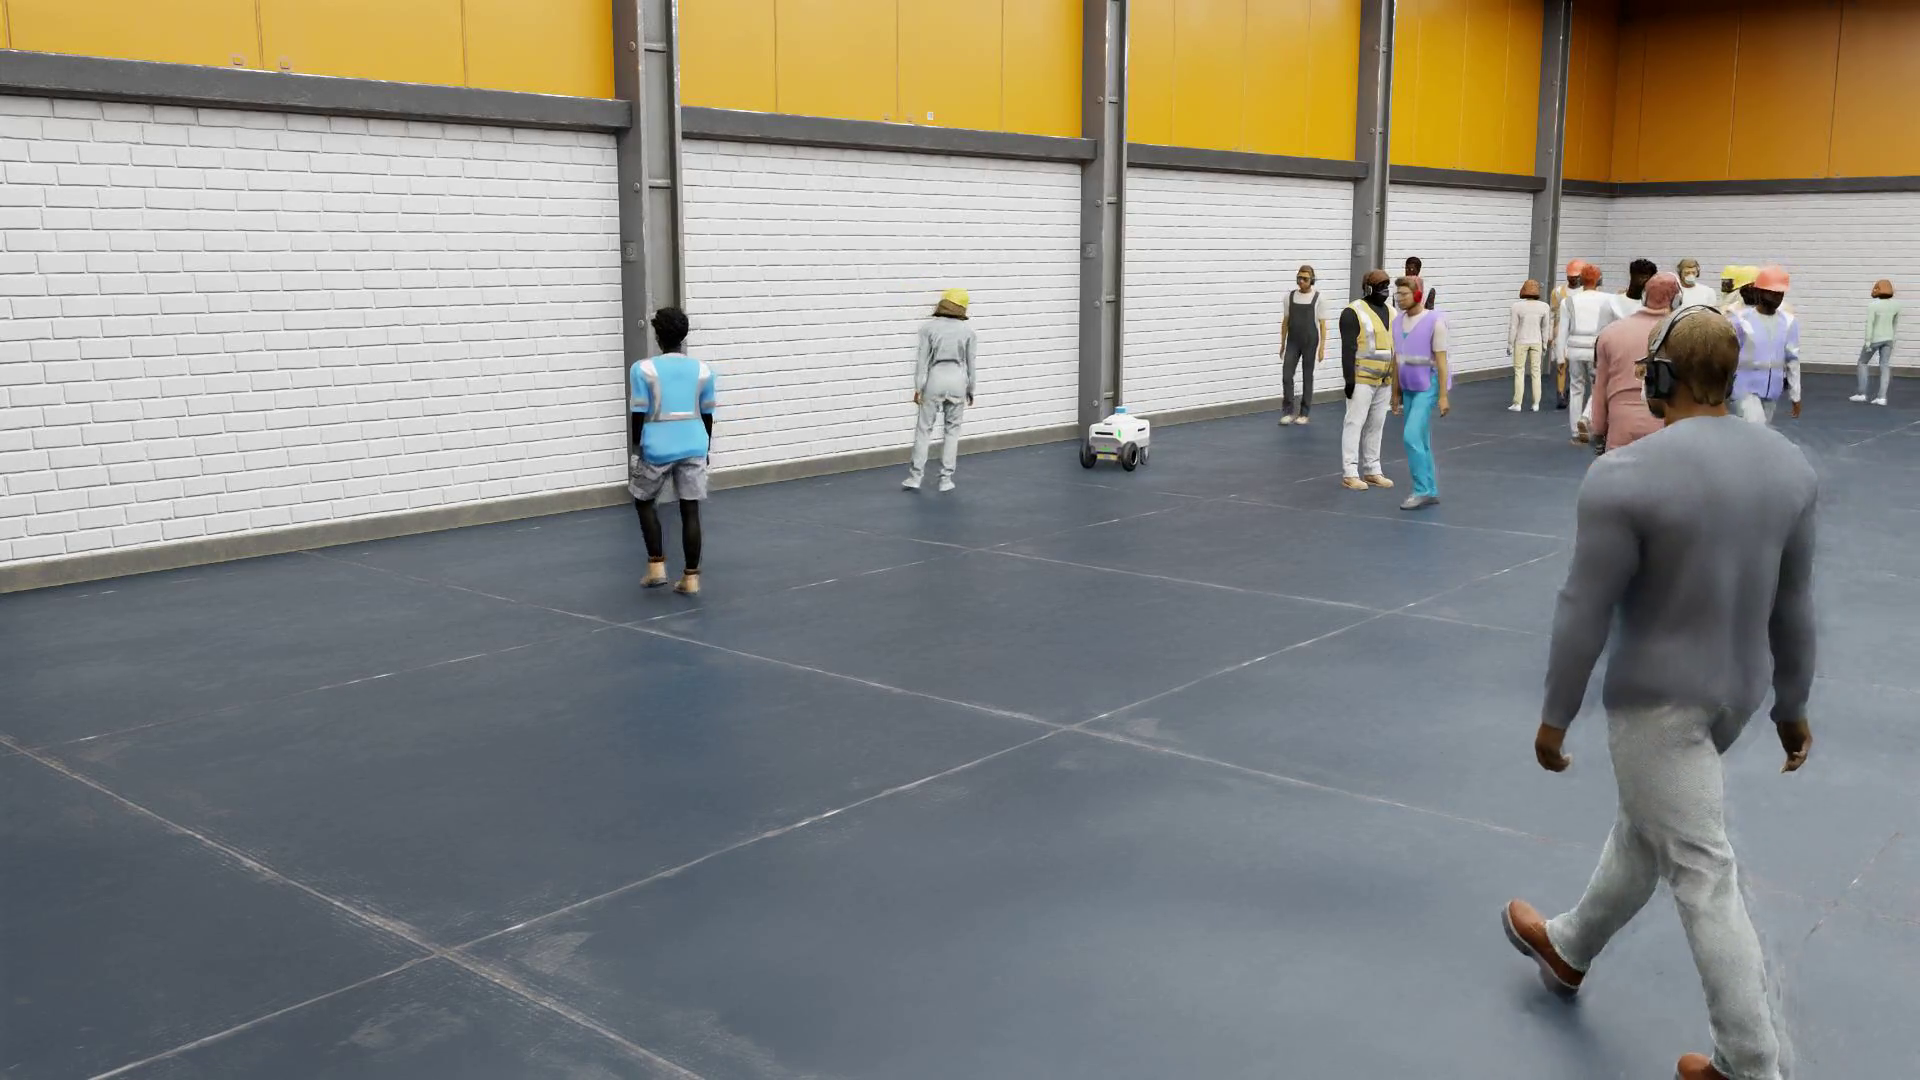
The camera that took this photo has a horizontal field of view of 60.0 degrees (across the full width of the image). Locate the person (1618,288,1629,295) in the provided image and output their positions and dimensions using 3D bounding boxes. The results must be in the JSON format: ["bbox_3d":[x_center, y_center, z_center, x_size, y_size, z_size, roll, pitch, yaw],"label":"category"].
[{"bbox_3d":[6.540,-1.645,16.298,0.309,1.636,0.522,6,12,31],"label":"person"}]

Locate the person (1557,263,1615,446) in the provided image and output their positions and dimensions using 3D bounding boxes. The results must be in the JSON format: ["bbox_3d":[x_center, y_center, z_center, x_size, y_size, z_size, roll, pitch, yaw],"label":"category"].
[{"bbox_3d":[6.348,-1.862,16.877,0.580,1.864,0.548,6,11,29],"label":"person"}]

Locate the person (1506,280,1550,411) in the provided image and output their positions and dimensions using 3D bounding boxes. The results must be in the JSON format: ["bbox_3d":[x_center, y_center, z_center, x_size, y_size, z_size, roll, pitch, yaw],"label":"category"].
[{"bbox_3d":[7.052,-2.411,20.665,0.509,1.632,0.269,0,10,-1],"label":"person"}]

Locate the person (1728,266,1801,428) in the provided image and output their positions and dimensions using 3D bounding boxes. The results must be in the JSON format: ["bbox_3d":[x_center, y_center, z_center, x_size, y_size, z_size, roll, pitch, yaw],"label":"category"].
[{"bbox_3d":[6.079,-1.110,12.555,0.564,1.878,0.986,-1,10,-7],"label":"person"}]

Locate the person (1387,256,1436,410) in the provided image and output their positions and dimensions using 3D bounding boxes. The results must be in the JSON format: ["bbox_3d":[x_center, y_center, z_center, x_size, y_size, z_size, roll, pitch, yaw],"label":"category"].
[{"bbox_3d":[5.605,-2.557,20.689,0.594,1.920,0.388,10,14,44],"label":"person"}]

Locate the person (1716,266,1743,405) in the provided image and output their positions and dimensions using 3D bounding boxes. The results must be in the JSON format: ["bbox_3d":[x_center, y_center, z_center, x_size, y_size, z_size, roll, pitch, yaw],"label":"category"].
[{"bbox_3d":[9.807,-2.618,21.393,0.928,1.785,0.621,0,10,2],"label":"person"}]

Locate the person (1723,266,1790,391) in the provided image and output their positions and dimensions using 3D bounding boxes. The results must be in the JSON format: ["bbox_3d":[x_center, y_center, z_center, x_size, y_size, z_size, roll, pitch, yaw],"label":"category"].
[{"bbox_3d":[7.341,-1.595,15.409,1.002,1.855,0.615,-9,13,-42],"label":"person"}]

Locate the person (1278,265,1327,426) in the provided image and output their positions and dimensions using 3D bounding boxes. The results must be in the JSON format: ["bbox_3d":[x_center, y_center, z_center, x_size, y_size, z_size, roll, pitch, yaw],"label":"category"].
[{"bbox_3d":[3.851,-2.191,18.861,0.554,1.821,0.743,5,11,25],"label":"person"}]

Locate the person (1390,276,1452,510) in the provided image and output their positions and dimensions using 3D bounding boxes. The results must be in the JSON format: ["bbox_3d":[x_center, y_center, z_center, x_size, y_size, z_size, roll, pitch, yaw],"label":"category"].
[{"bbox_3d":[3.559,-1.139,12.933,0.583,1.809,0.583,-4,11,-22],"label":"person"}]

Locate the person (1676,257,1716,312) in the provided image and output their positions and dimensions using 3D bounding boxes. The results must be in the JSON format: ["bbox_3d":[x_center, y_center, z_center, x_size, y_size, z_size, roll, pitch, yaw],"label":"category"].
[{"bbox_3d":[7.883,-2.104,18.099,0.649,1.915,0.589,0,10,1],"label":"person"}]

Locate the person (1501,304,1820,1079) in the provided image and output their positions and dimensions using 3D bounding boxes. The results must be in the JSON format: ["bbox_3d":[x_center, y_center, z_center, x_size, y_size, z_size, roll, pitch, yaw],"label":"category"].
[{"bbox_3d":[1.706,0.374,4.080,0.652,1.882,1.040,-4,11,-22],"label":"person"}]

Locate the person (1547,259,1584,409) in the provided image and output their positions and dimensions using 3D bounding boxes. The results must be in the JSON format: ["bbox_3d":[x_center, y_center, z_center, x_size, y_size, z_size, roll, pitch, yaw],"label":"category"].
[{"bbox_3d":[7.734,-2.606,21.088,0.549,1.887,0.918,4,11,19],"label":"person"}]

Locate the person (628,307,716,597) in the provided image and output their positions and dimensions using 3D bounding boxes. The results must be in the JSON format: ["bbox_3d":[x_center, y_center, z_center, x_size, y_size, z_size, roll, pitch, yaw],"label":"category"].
[{"bbox_3d":[-1.688,-0.511,9.695,0.565,1.675,0.506,-6,12,-31],"label":"person"}]

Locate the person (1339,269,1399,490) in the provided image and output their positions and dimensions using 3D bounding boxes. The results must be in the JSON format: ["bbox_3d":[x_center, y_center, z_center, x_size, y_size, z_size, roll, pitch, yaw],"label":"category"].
[{"bbox_3d":[3.471,-1.347,14.016,0.619,1.845,0.430,-7,12,-33],"label":"person"}]

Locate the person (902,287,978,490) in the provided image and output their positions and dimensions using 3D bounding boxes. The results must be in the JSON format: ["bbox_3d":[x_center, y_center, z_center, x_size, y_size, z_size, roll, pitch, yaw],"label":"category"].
[{"bbox_3d":[-0.142,-1.267,13.958,0.588,1.698,0.403,-1,10,-7],"label":"person"}]

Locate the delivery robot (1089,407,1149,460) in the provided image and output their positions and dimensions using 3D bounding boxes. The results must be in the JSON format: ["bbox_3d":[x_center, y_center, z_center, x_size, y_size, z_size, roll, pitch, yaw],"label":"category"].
[{"bbox_3d":[1.476,-0.988,15.365,0.477,0.478,0.707,6,11,29],"label":"delivery robot"}]

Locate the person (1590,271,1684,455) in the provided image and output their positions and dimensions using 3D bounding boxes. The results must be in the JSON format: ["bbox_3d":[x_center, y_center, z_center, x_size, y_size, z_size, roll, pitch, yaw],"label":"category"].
[{"bbox_3d":[4.086,-0.653,9.929,0.662,1.888,0.649,6,12,33],"label":"person"}]

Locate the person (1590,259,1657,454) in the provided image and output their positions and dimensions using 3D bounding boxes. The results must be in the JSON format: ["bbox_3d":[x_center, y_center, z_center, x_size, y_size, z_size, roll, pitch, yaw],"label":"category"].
[{"bbox_3d":[6.194,-1.612,15.291,0.614,1.914,0.924,-2,10,-10],"label":"person"}]

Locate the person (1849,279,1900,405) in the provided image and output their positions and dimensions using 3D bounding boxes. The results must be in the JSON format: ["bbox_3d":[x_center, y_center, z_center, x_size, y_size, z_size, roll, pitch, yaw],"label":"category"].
[{"bbox_3d":[11.936,-2.582,21.685,0.516,1.606,0.648,-1,10,-7],"label":"person"}]
